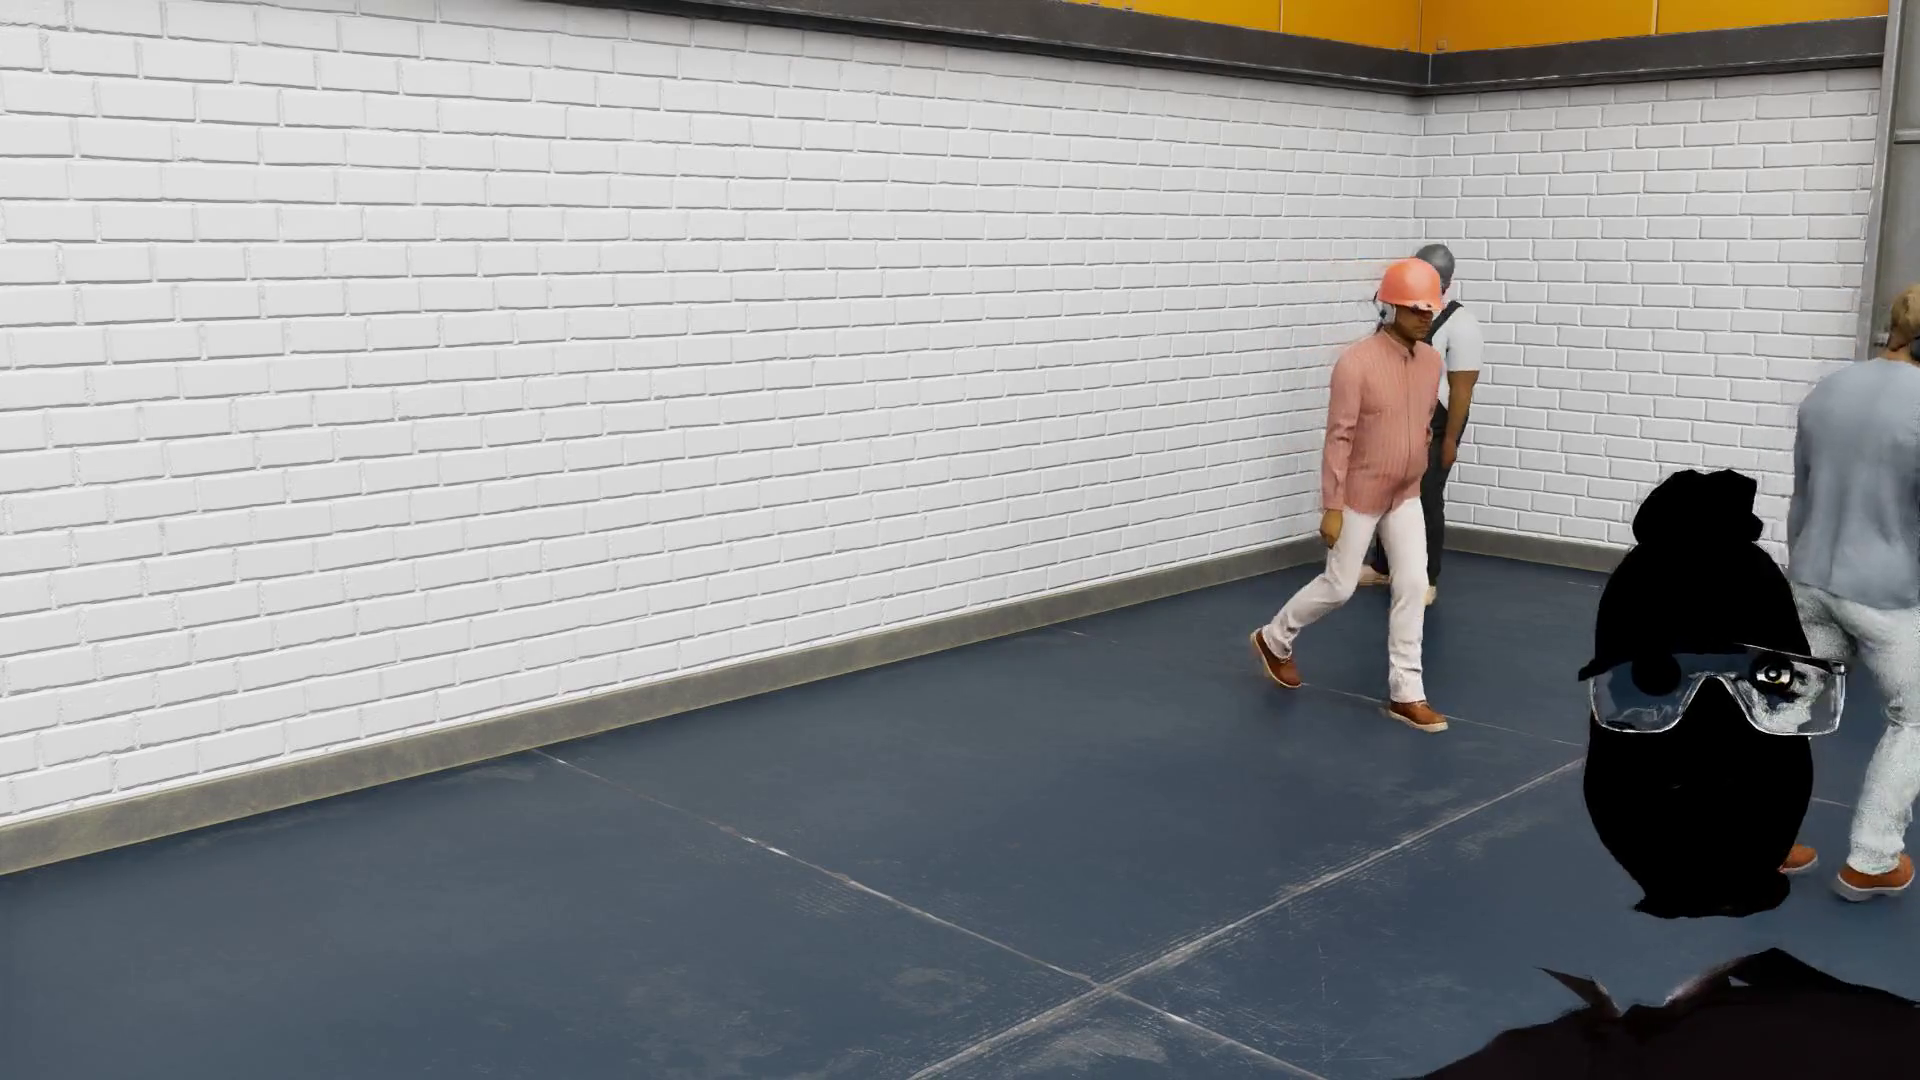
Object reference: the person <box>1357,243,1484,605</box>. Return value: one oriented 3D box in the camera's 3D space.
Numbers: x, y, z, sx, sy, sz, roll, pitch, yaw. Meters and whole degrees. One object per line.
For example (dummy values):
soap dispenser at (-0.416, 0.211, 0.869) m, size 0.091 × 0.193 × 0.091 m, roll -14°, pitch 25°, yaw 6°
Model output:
person at (2.460, -0.660, 9.142) m, size 0.570 × 2.000 × 0.801 m, roll -6°, pitch 12°, yaw -32°

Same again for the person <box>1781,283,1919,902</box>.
person at (2.742, 0.174, 4.983) m, size 0.499 × 1.903 × 0.638 m, roll -3°, pitch 11°, yaw -18°

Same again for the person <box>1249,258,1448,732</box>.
person at (1.677, -0.217, 7.016) m, size 0.645 × 1.947 × 0.921 m, roll -6°, pitch 12°, yaw -31°

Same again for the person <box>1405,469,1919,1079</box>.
person at (0.433, 0.891, 1.064) m, size 0.645 × 1.903 × 0.400 m, roll -2°, pitch 11°, yaw -9°
